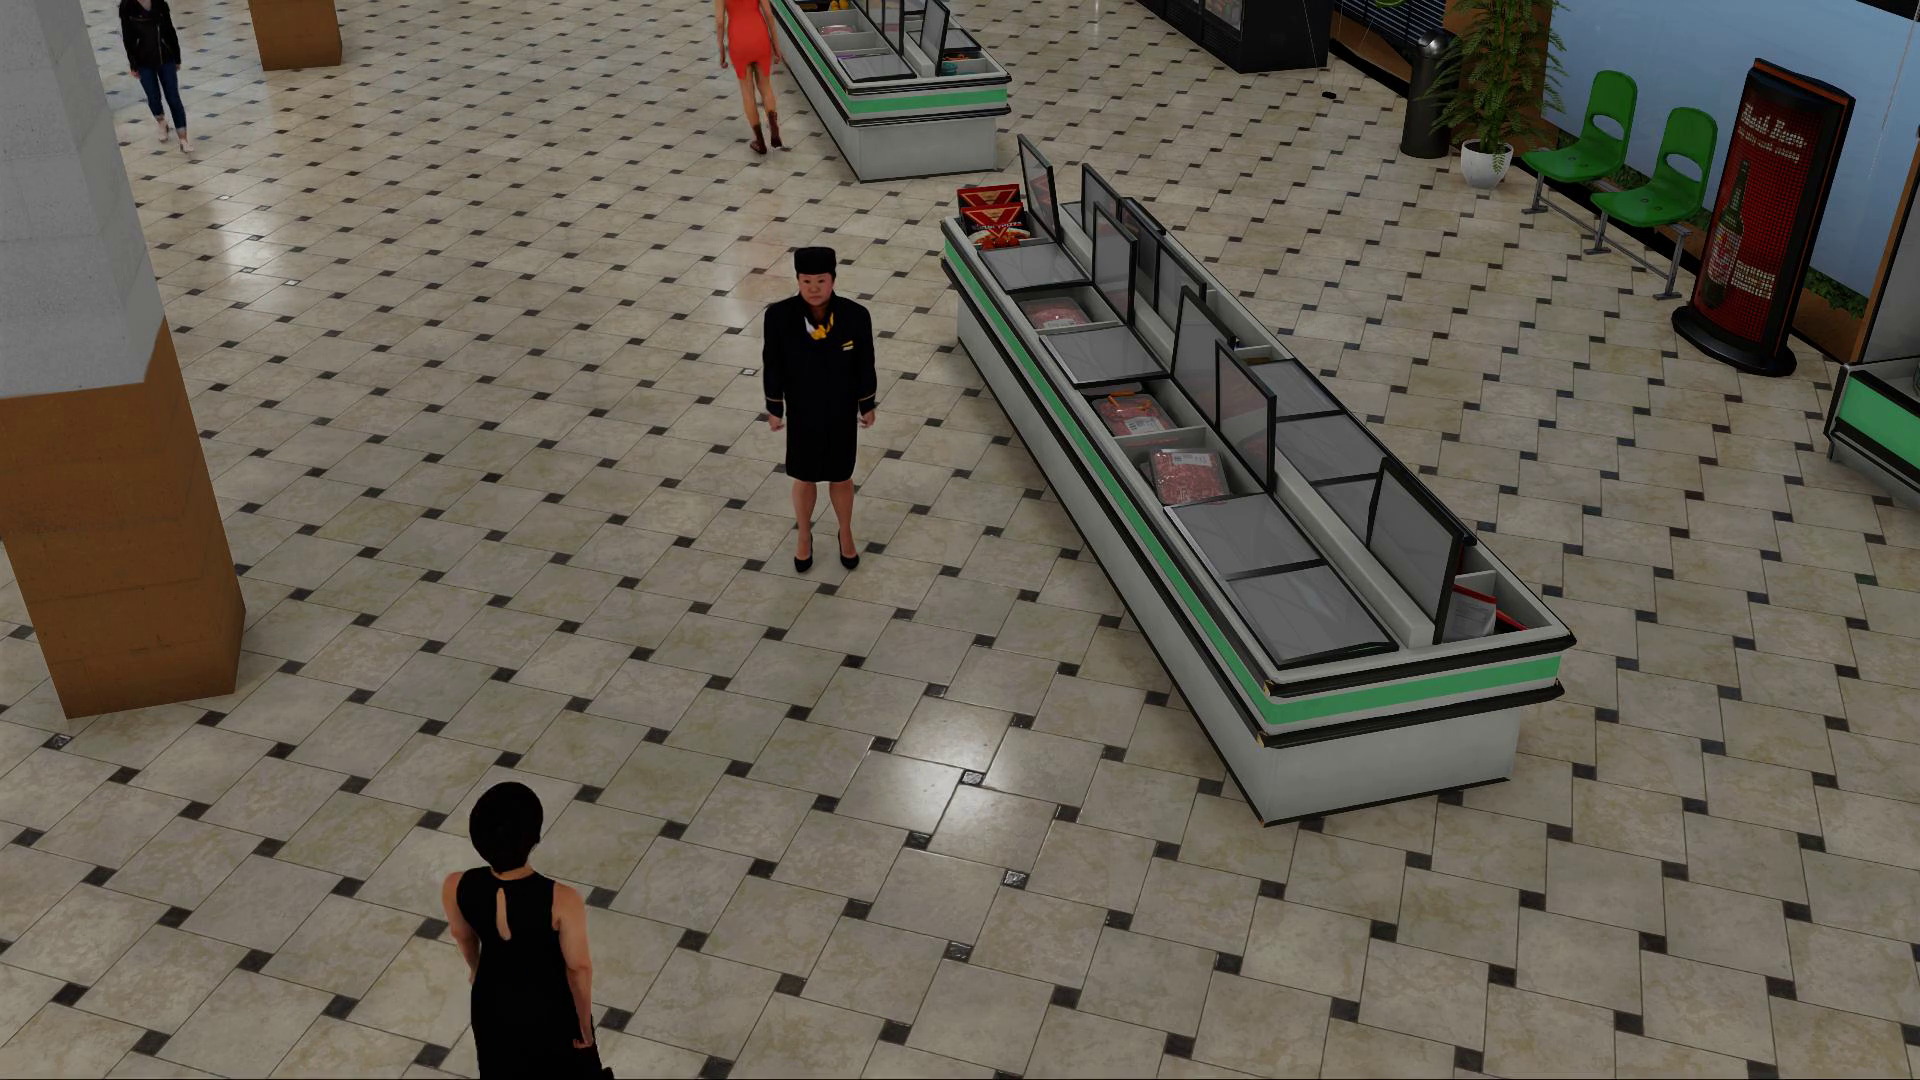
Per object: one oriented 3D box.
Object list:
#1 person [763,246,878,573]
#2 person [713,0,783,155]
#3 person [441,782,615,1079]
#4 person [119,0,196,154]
[{"bbox_3d":[-0.661,-0.618,7.982,0.745,1.671,0.699,-1,32,-2],"label":"person"},{"bbox_3d":[-1.670,-3.911,13.262,0.684,1.685,0.759,-7,33,-11],"label":"person"},{"bbox_3d":[-1.276,1.426,4.799,0.780,1.564,1.083,1,32,2],"label":"person"},{"bbox_3d":[-6.524,-3.882,13.433,0.697,1.454,1.018,-15,35,-23],"label":"person"}]
